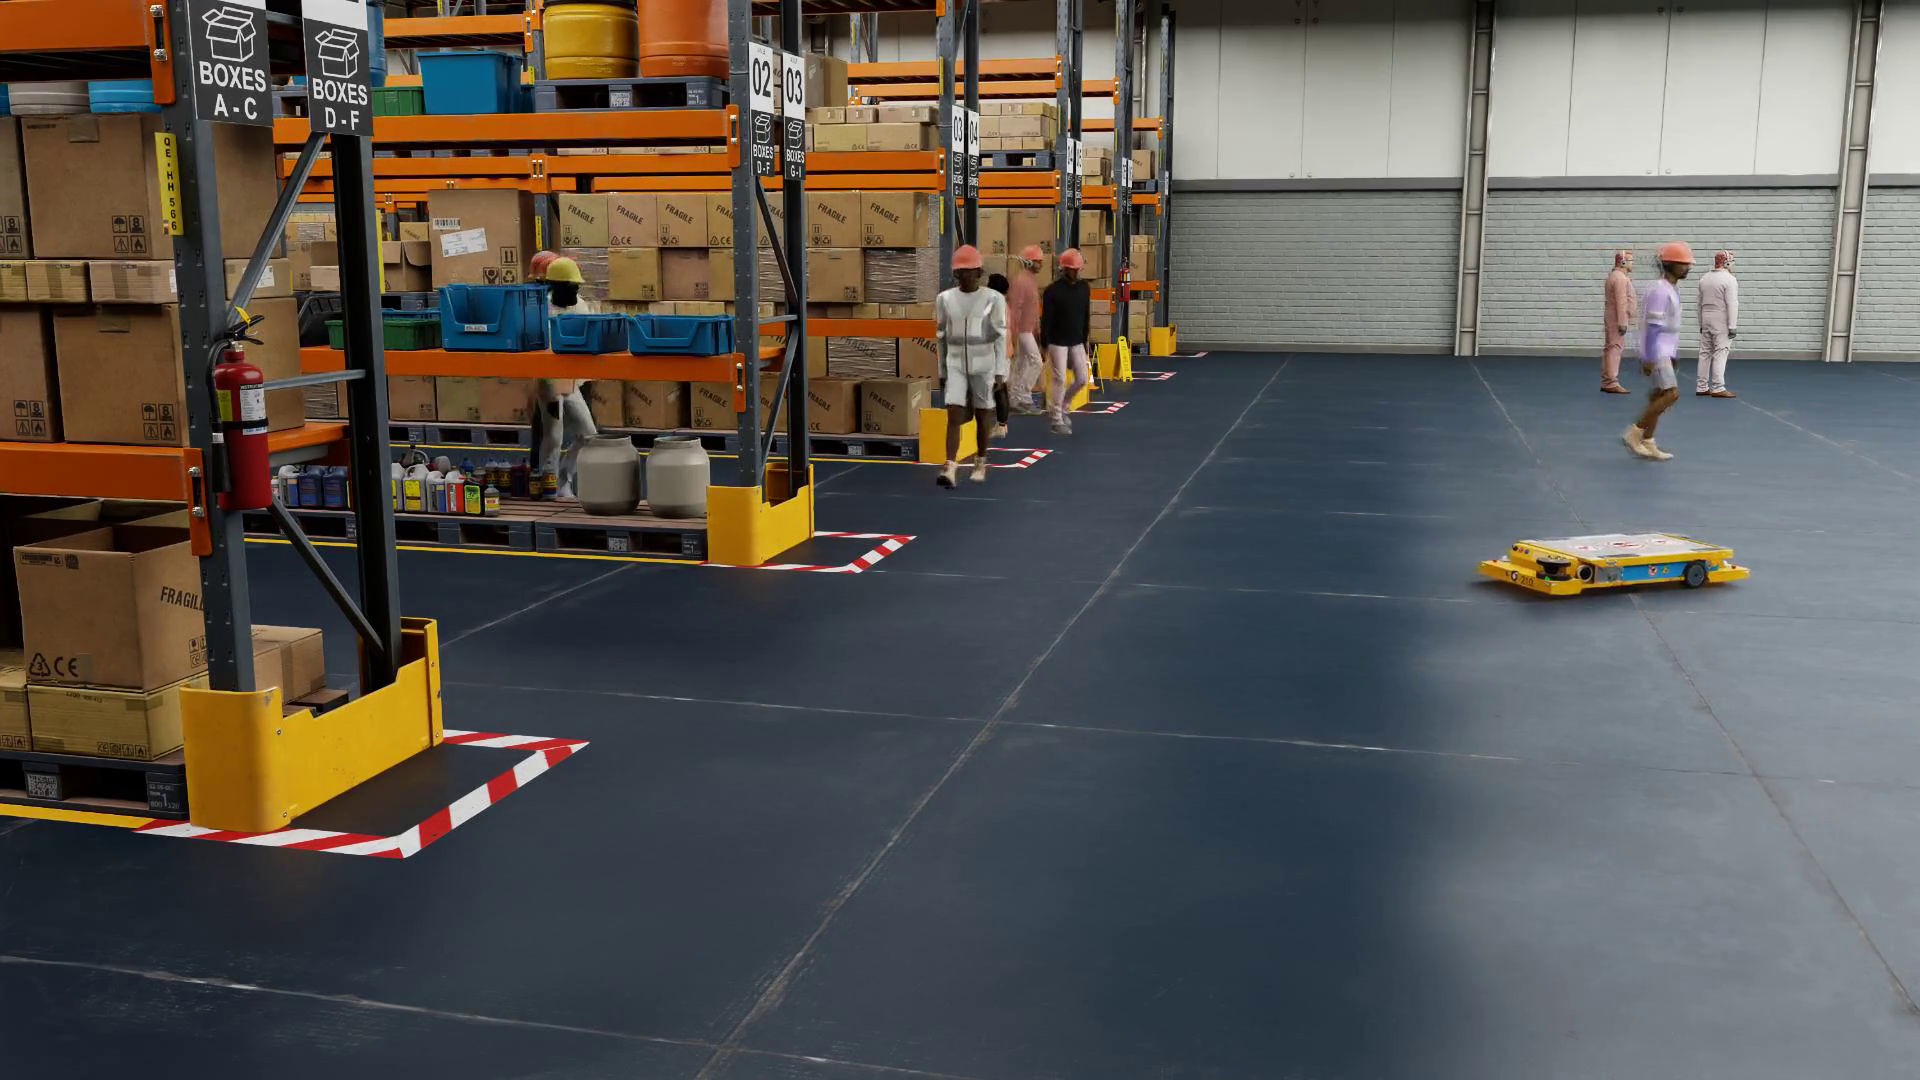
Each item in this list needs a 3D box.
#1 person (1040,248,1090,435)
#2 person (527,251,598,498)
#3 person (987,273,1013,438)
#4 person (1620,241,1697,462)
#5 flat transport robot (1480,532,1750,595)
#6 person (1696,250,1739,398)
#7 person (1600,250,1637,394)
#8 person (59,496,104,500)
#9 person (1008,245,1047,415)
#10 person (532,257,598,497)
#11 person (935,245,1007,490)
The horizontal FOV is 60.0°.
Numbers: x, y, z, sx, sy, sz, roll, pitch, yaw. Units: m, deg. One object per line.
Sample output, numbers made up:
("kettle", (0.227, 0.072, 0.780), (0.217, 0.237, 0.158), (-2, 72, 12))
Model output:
("person", (1.123, -2.070, 17.434), (0.640, 1.959, 0.583), (-7, 12, -33))
("person", (-3.178, -1.257, 12.956), (0.975, 1.940, 0.660), (6, 12, 28))
("person", (0.382, -1.902, 17.223), (0.318, 1.700, 0.535), (2, 10, 10))
("person", (6.485, -1.718, 15.289), (0.443, 2.025, 0.617), (6, 12, 30))
("flat transport robot", (3.914, 0.126, 9.942), (1.431, 0.197, 0.652), (-3, 11, -19))
("person", (9.902, -2.811, 21.684), (0.409, 1.907, 0.651), (-3, 11, -16))
("person", (8.843, -2.922, 22.299), (0.402, 1.911, 0.638), (2, 10, 11))
("person", (-5.737, -0.797, 10.630), (0.310, 1.868, 0.533), (2, 10, 9))
("person", (0.813, -2.415, 19.291), (0.600, 1.972, 0.657), (3, 11, 14))
("person", (-2.957, -1.125, 12.325), (0.448, 1.913, 0.591), (3, 11, 17))
("person", (0.069, -1.415, 13.701), (0.625, 1.986, 1.030), (2, 11, 13))
